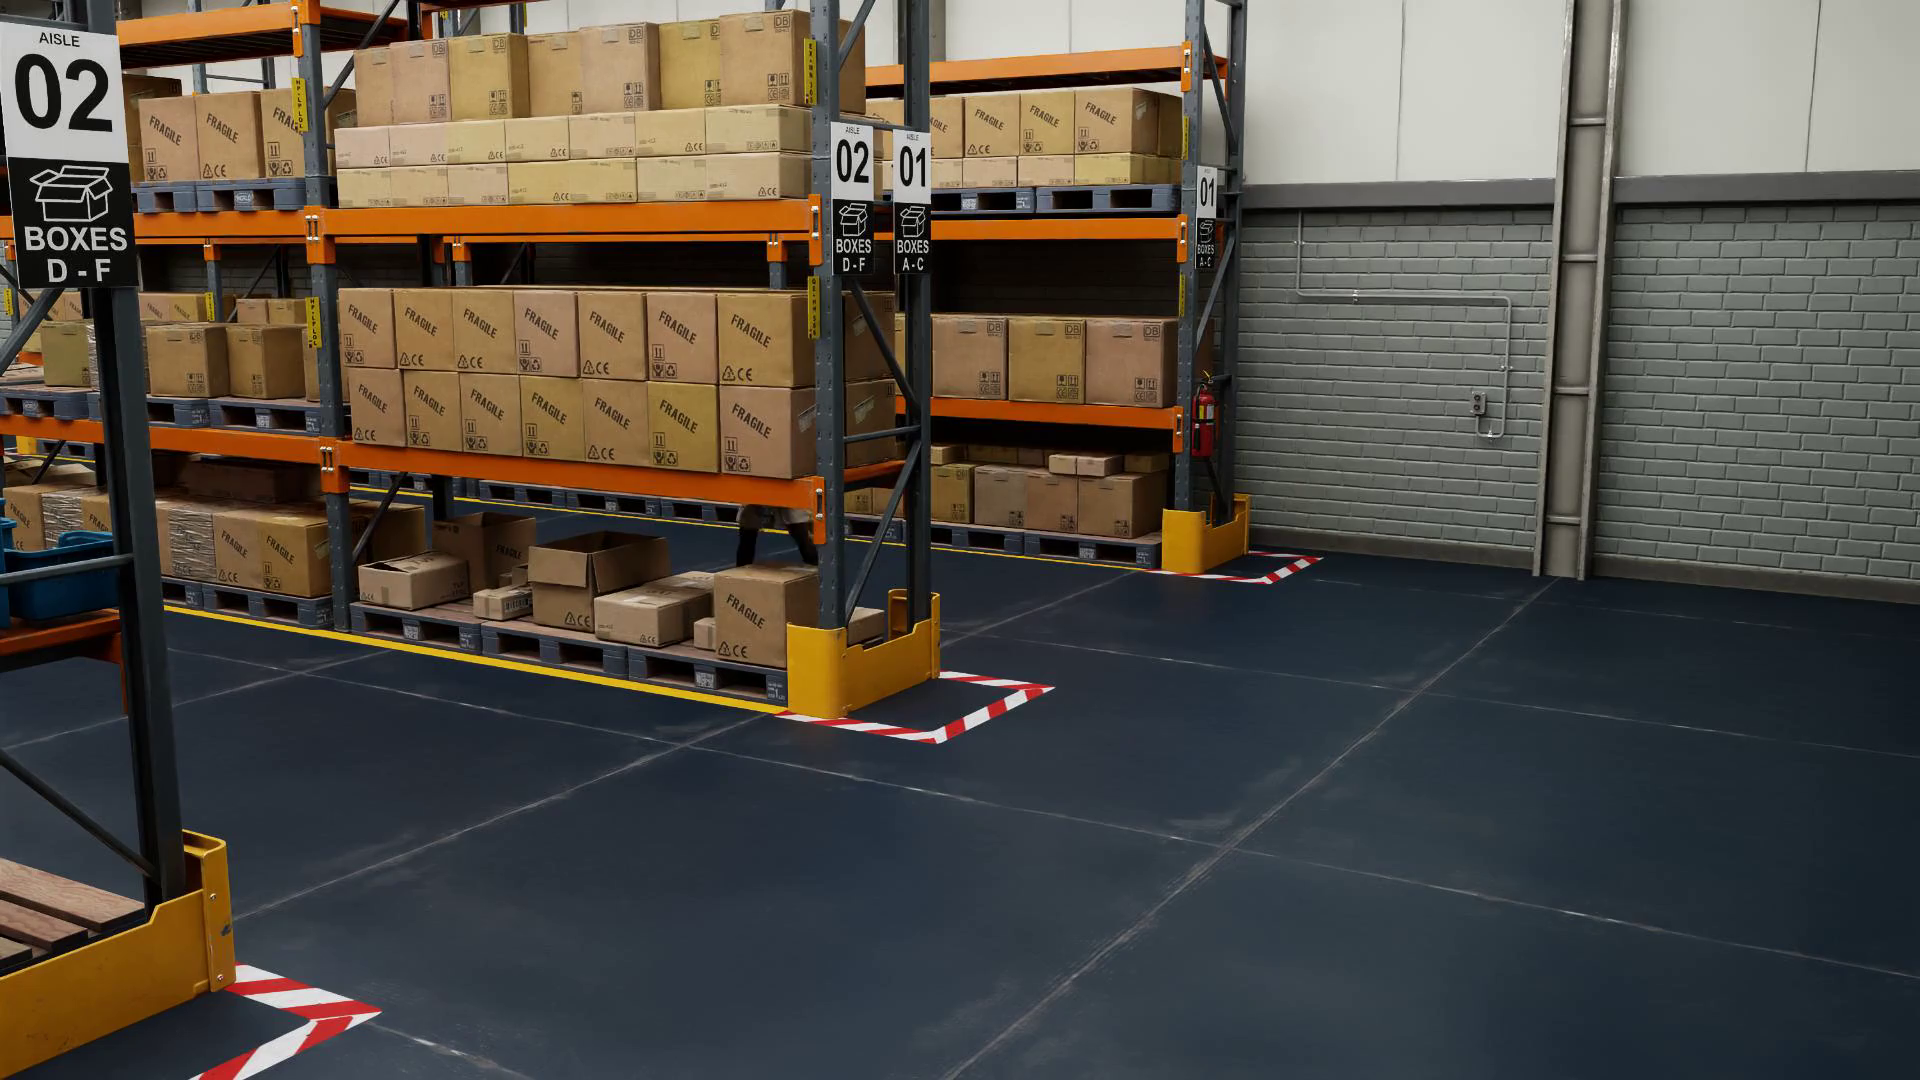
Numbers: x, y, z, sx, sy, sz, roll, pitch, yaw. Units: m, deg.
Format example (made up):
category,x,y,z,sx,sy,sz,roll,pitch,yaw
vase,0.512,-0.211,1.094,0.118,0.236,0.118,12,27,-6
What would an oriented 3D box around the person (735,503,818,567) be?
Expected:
category,x,y,z,sx,sy,sz,roll,pitch,yaw
person,-1.336,-0.430,11.844,1.021,1.922,0.602,8,13,40
